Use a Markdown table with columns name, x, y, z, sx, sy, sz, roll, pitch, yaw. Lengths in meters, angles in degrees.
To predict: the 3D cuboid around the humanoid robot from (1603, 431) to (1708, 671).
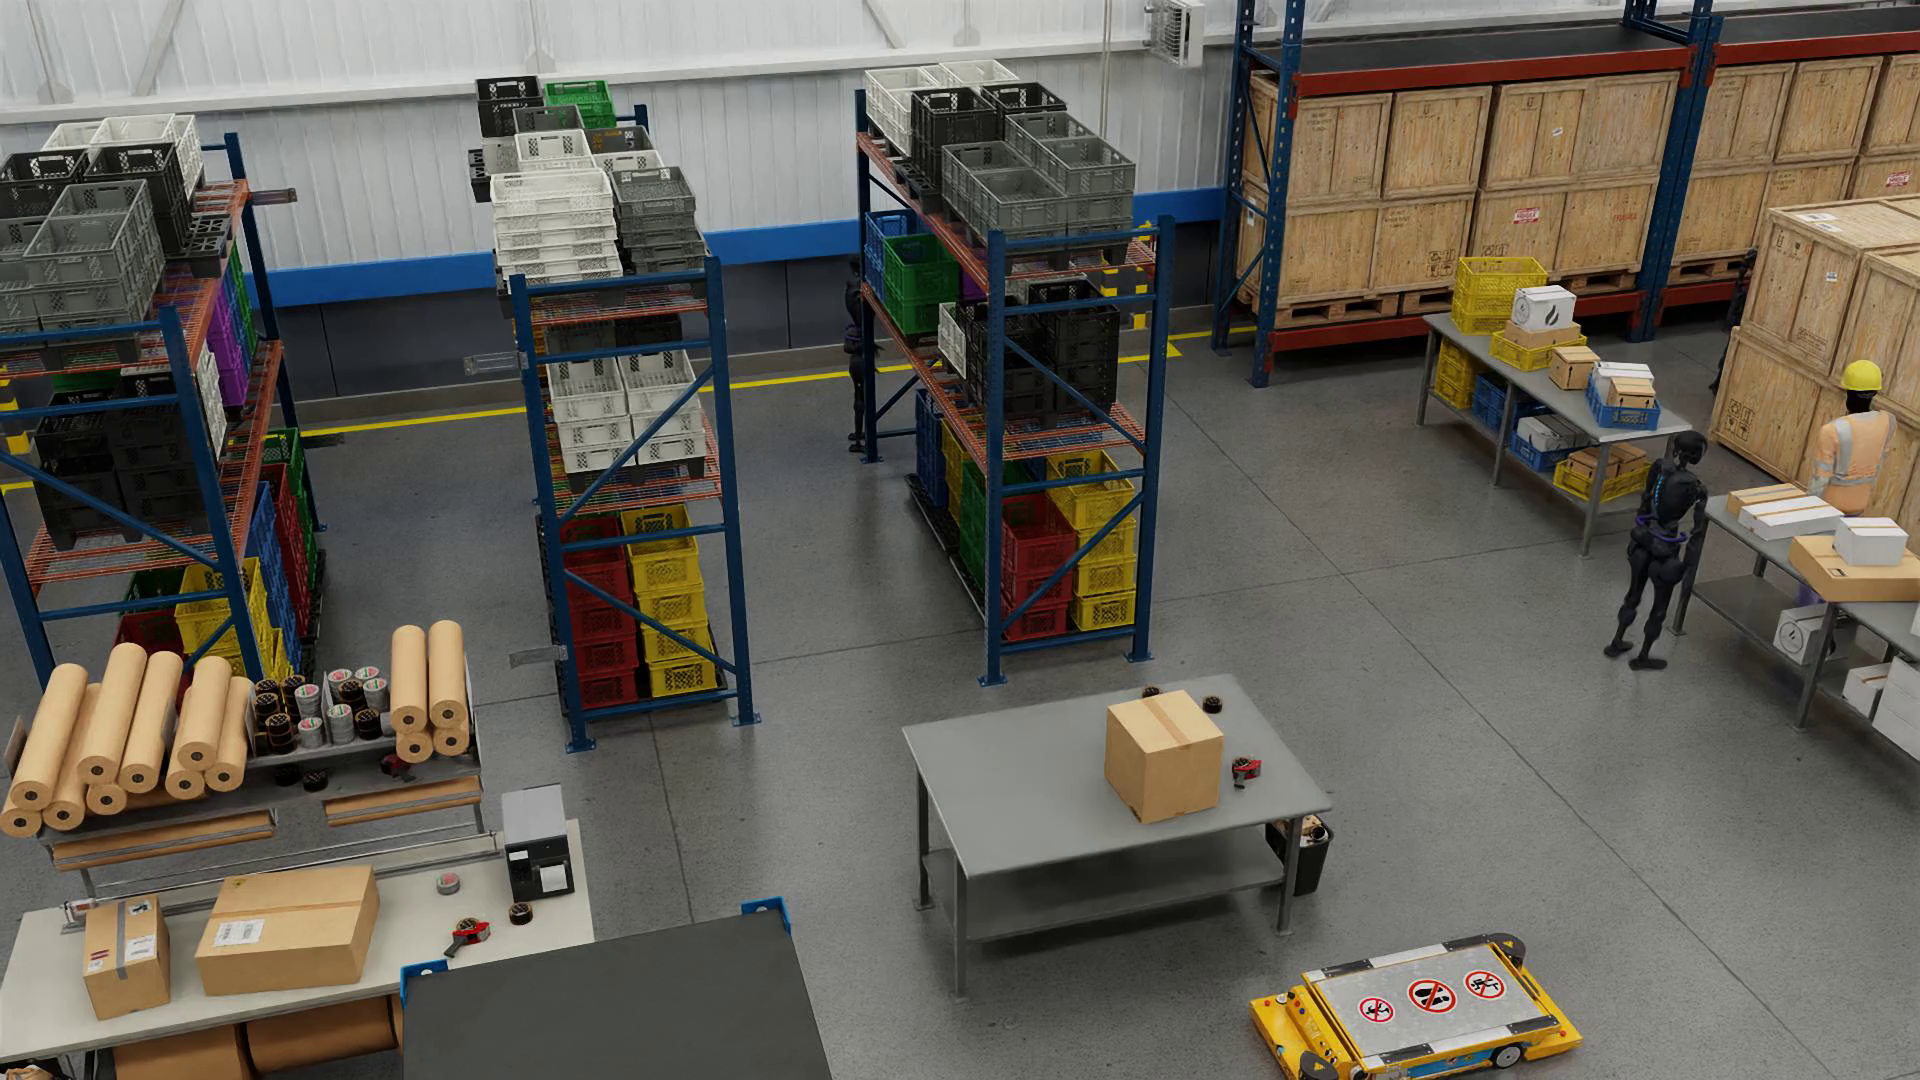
| name | x | y | z | sx | sy | sz | roll | pitch | yaw |
| --- | --- | --- | --- | --- | --- | --- | --- | --- | --- |
| humanoid robot | 4.465 | 0.058 | 10.591 | 0.318 | 1.653 | 0.567 | -9 | 30 | -16 |

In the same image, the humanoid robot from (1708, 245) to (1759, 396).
| name | x | y | z | sx | sy | sz | roll | pitch | yaw |
| --- | --- | --- | --- | --- | --- | --- | --- | --- | --- |
| humanoid robot | 6.893 | -2.018 | 14.377 | 0.593 | 1.646 | 0.359 | -5 | 29 | -9 |

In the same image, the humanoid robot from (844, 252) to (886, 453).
| name | x | y | z | sx | sy | sz | roll | pitch | yaw |
| --- | --- | --- | --- | --- | --- | --- | --- | --- | --- |
| humanoid robot | -0.771 | -1.532 | 13.470 | 0.331 | 1.657 | 0.600 | 0 | 29 | -1 |

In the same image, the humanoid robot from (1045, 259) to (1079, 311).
| name | x | y | z | sx | sy | sz | roll | pitch | yaw |
| --- | --- | --- | --- | --- | --- | --- | --- | --- | --- |
| humanoid robot | 0.749 | -1.943 | 14.221 | 0.586 | 1.657 | 0.327 | 3 | 29 | 6 |

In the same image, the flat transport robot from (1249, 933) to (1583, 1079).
| name | x | y | z | sx | sy | sz | roll | pitch | yaw |
| --- | --- | --- | --- | --- | --- | --- | --- | --- | --- |
| flat transport robot | 2.184 | 2.282 | 7.980 | 1.431 | 0.197 | 0.652 | -8 | 30 | -14 |

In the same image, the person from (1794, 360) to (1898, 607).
| name | x | y | z | sx | sy | sz | roll | pitch | yaw |
| --- | --- | --- | --- | --- | --- | --- | --- | --- | --- |
| person | 5.741 | -0.265 | 10.928 | 0.586 | 1.922 | 0.379 | -10 | 30 | -18 |
